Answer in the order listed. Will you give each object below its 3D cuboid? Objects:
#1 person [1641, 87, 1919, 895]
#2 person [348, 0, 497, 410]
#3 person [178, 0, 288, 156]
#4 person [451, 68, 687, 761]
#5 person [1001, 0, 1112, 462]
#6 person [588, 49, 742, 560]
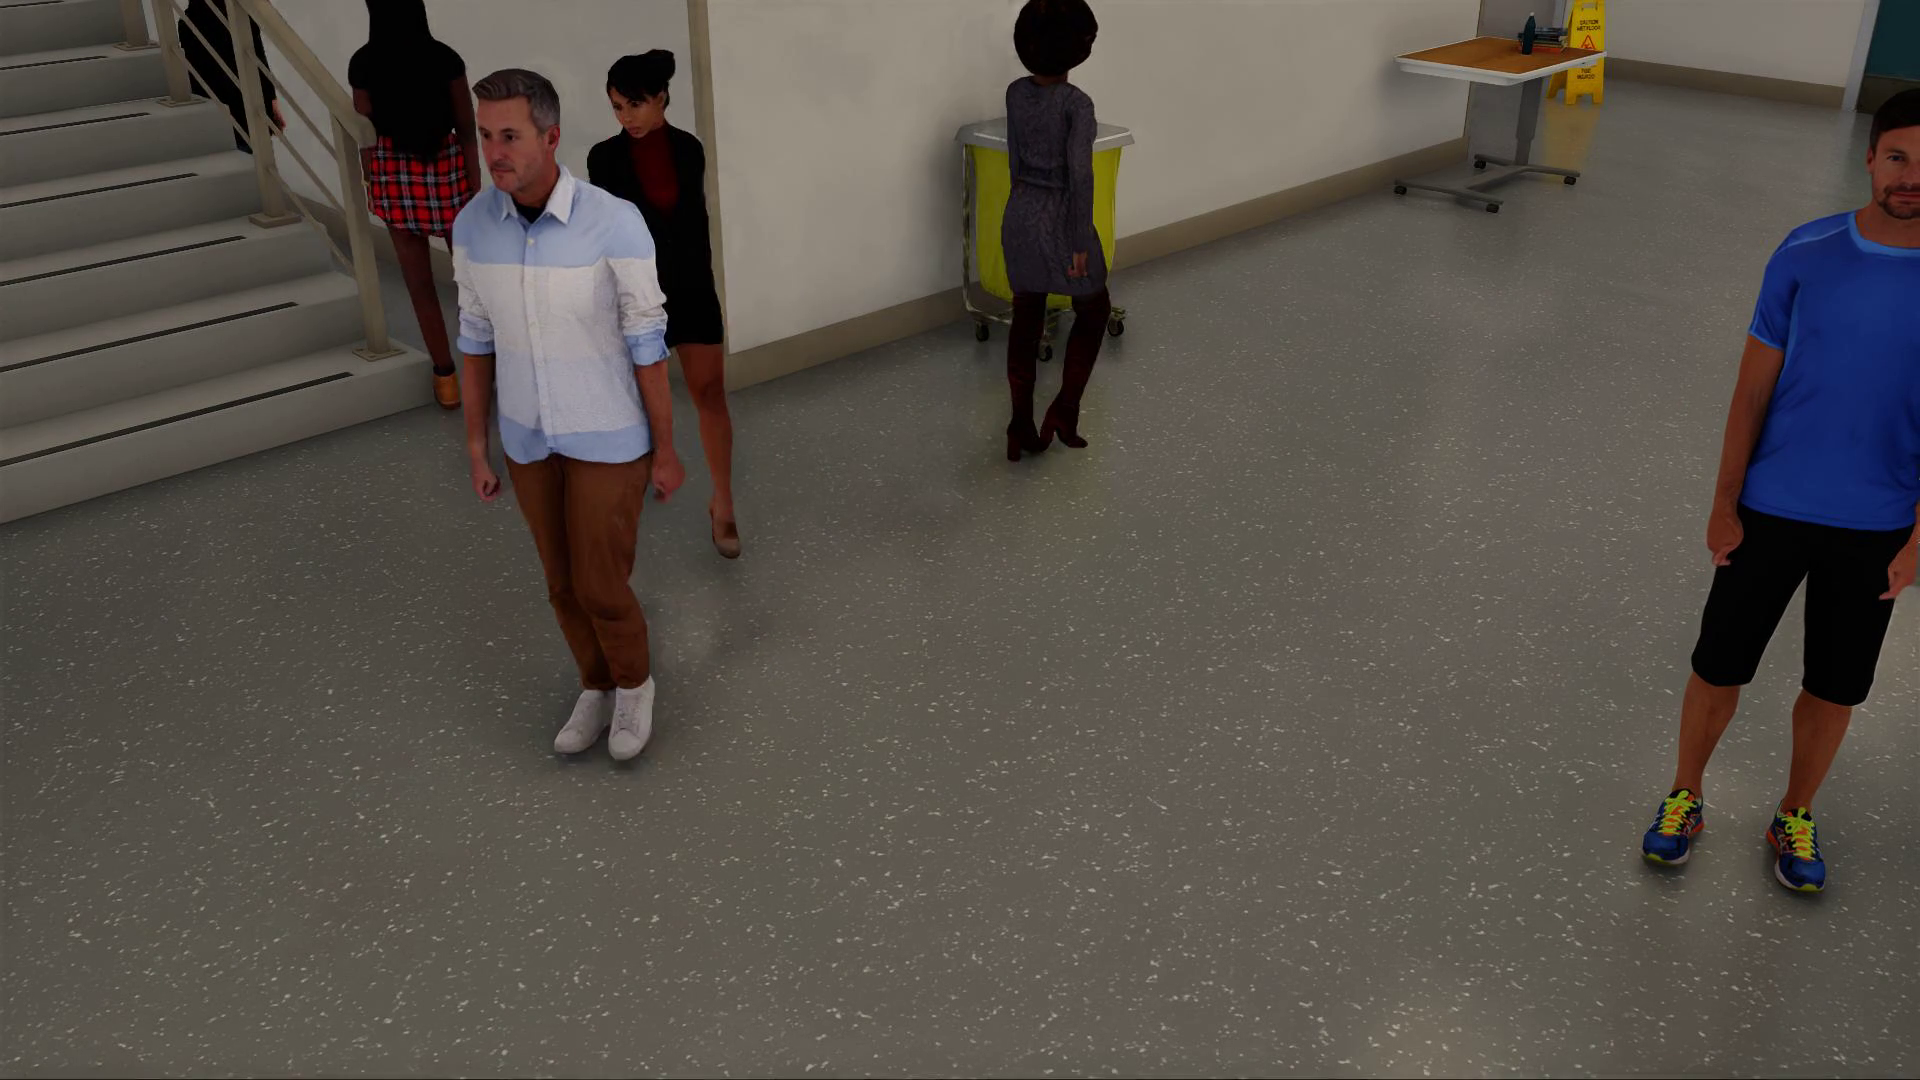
[{"bbox_3d":[1.945,-0.078,3.748,0.629,1.869,0.749,10,28,20],"label":"person"},{"bbox_3d":[-2.085,-1.330,6.529,0.676,1.708,0.676,-13,29,-25],"label":"person"},{"bbox_3d":[-3.492,-2.055,8.145,1.032,1.610,0.678,18,31,33],"label":"person"},{"bbox_3d":[-0.952,-0.298,4.271,0.775,1.811,0.886,7,27,15],"label":"person"},{"bbox_3d":[0.264,-1.073,6.005,0.549,1.700,0.668,20,32,35],"label":"person"},{"bbox_3d":[-1.018,-0.760,5.470,0.818,1.601,1.097,-12,28,-23],"label":"person"}]
